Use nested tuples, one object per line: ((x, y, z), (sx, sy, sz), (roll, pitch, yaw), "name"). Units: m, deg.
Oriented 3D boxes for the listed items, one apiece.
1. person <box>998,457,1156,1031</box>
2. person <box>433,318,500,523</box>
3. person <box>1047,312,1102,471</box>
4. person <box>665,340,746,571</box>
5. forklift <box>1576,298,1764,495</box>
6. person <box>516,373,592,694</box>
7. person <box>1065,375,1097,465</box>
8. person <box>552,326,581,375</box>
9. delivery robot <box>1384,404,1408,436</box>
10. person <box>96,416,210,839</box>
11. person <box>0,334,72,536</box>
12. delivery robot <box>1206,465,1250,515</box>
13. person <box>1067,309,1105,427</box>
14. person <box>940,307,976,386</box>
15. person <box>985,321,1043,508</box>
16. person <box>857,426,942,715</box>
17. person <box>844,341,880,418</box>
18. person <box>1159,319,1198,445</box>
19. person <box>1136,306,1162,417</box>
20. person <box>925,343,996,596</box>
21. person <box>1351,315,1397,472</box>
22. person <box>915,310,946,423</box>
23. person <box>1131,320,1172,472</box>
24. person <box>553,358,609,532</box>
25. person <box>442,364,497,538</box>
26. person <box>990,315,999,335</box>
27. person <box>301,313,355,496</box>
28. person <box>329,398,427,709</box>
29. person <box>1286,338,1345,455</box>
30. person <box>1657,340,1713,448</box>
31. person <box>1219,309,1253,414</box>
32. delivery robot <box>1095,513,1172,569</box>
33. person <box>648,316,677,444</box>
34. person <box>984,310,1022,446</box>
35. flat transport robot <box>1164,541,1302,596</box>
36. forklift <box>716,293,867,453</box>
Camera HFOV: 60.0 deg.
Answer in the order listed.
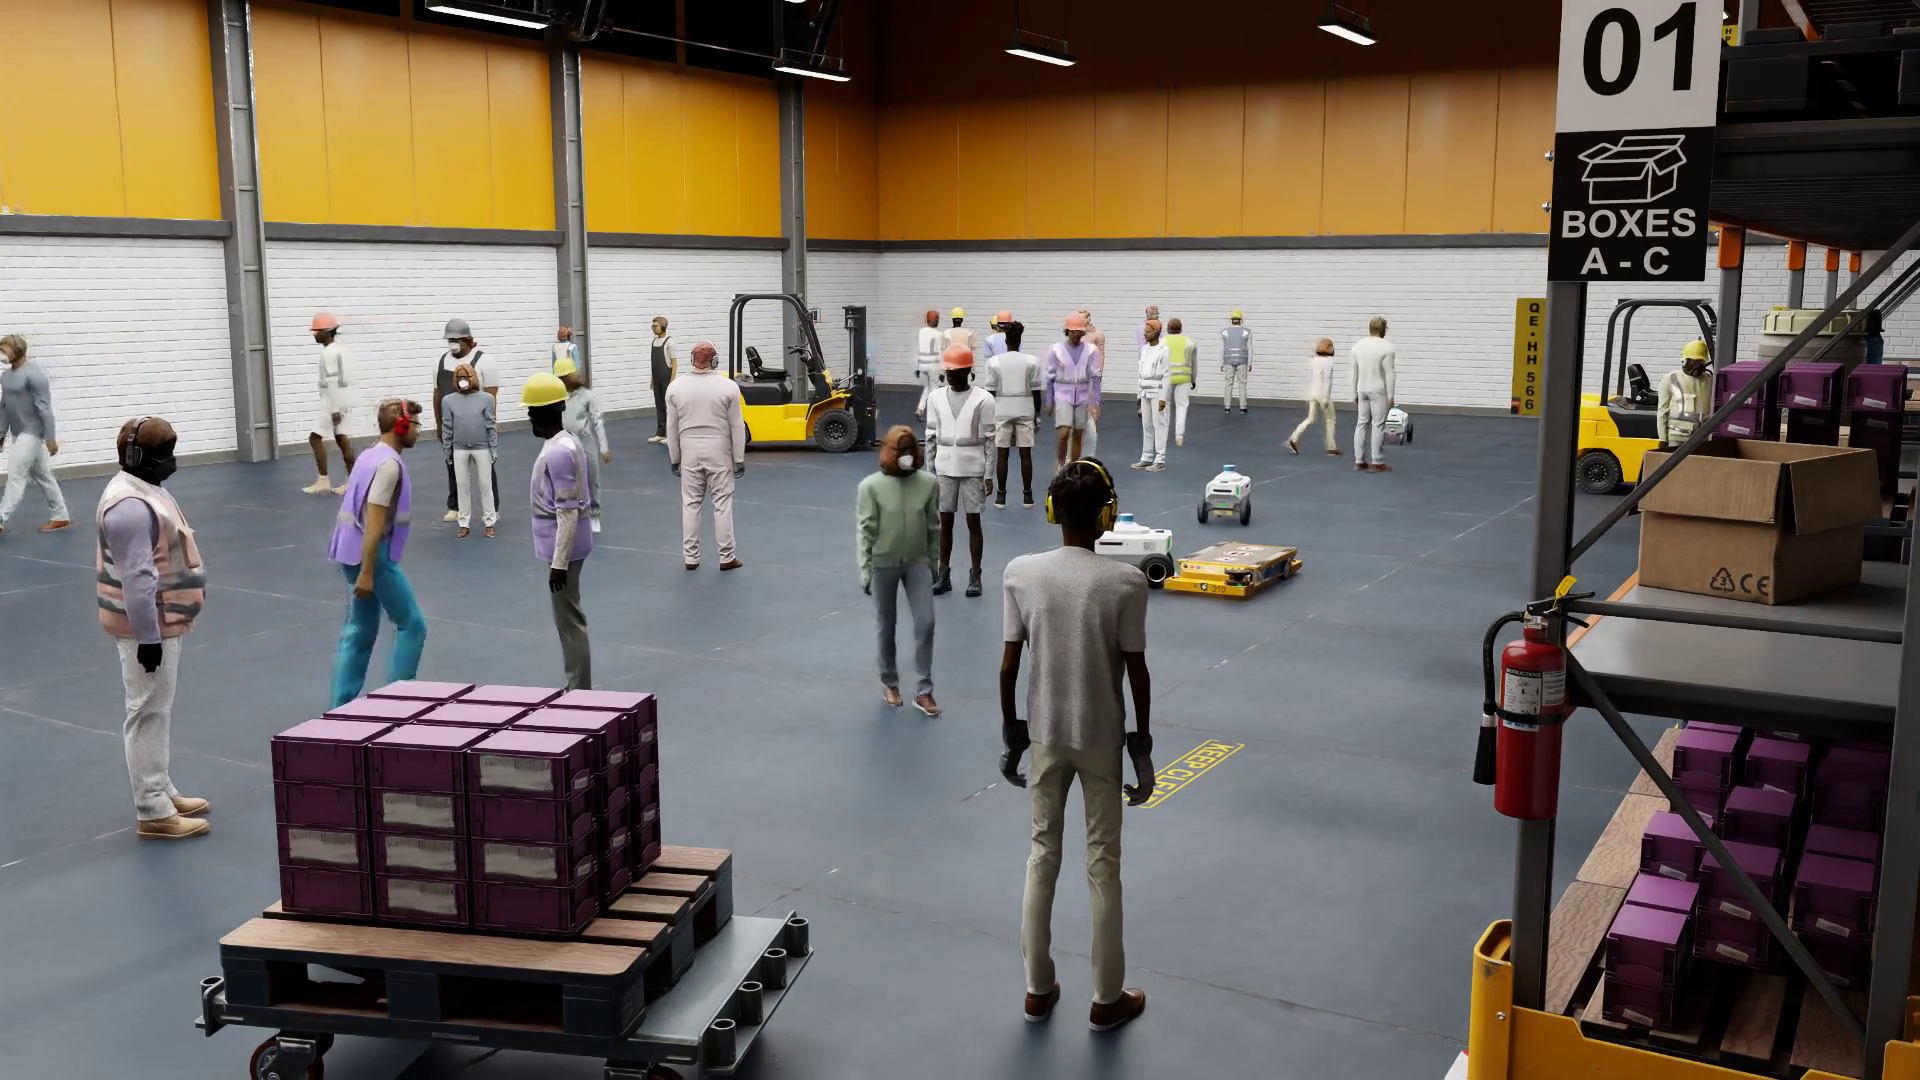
((0.382, 0.667, 5.424), (0.537, 1.860, 0.314), (4, 10, 21), "person")
((-4.892, -1.179, 16.380), (0.690, 2.000, 0.537), (2, 9, 10), "person")
((1.319, -1.598, 19.119), (0.610, 2.010, 0.731), (-1, 9, -9), "person")
((-2.086, -0.693, 13.763), (0.651, 1.907, 0.409), (1, 9, 5), "person")
((7.954, -1.589, 18.462), (2.313, 2.155, 1.214), (5, 11, 30), "forklift")
((-2.196, 0.051, 9.067), (0.376, 1.921, 0.594), (-2, 9, -12), "person")
((1.419, -1.476, 19.560), (0.527, 1.620, 0.622), (-7, 12, -38), "person")
((-6.141, -2.515, 25.967), (0.514, 1.641, 0.308), (4, 10, 24), "person")
((6.295, -1.721, 24.091), (0.477, 0.478, 0.707), (3, 10, 18), "delivery robot")
((-3.529, 0.377, 7.302), (0.430, 1.841, 0.623), (-3, 10, -21), "person")
((-8.818, -0.958, 15.481), (0.641, 1.883, 1.017), (7, 12, 38), "person")
((2.659, -0.498, 16.464), (0.477, 0.478, 0.707), (3, 10, 19), "delivery robot")
((1.919, -2.639, 25.910), (0.652, 1.906, 0.403), (5, 10, 28), "person")
((-0.035, -2.676, 26.074), (0.587, 1.928, 0.381), (-2, 9, -13), "person")
((0.561, -1.311, 17.434), (0.605, 1.966, 0.367), (0, 9, -1), "person")
((-0.313, 0.174, 9.262), (0.519, 1.603, 0.678), (-3, 10, -20), "person")
((-1.690, -2.790, 27.582), (0.541, 1.677, 0.746), (9, 13, 44), "person")
((3.116, -2.296, 24.098), (0.636, 1.802, 0.915), (1, 9, 5), "person")
((3.279, -3.056, 28.512), (0.400, 1.907, 0.645), (6, 11, 34), "person")
((-0.005, -0.527, 12.641), (0.549, 1.933, 0.373), (3, 9, 16), "person")
((5.140, -1.814, 20.661), (0.355, 1.936, 0.635), (-7, 12, -38), "person")
((-0.462, -2.772, 26.858), (0.610, 1.866, 0.417), (7, 12, 39), "person")
((2.392, -1.793, 20.704), (0.355, 1.883, 0.575), (-5, 10, -29), "person")
((-3.535, -0.857, 15.481), (0.570, 1.687, 0.904), (1, 9, 4), "person")
((-4.559, -0.829, 15.487), (0.503, 1.627, 0.290), (-1, 9, -5), "person")
((0.604, -2.863, 27.750), (0.327, 1.765, 0.531), (0, 9, -2), "person")
((-7.024, -1.485, 18.342), (0.747, 2.019, 0.650), (-1, 9, -9), "person")
((-3.090, 0.151, 8.868), (0.665, 1.788, 0.604), (-6, 11, -32), "person")
((4.809, -1.928, 22.456), (0.784, 1.605, 0.503), (-3, 10, -20), "person")
((6.947, -0.994, 15.881), (0.587, 1.830, 0.403), (-1, 9, -8), "person")
((4.848, -3.126, 29.184), (0.588, 1.831, 0.404), (2, 9, 15), "person")
((1.315, 0.033, 13.144), (0.707, 0.478, 0.477), (1, 9, 5), "delivery robot")
((-4.293, -2.302, 23.998), (0.519, 1.844, 0.331), (8, 12, 42), "person")
((0.622, -2.300, 23.691), (0.542, 1.939, 0.366), (1, 9, 8), "person")
((2.189, 0.213, 13.200), (0.652, 0.197, 1.431), (5, 10, 28), "flat transport robot")
((-2.458, -2.344, 23.176), (2.313, 2.155, 1.214), (0, 9, -2), "forklift")
